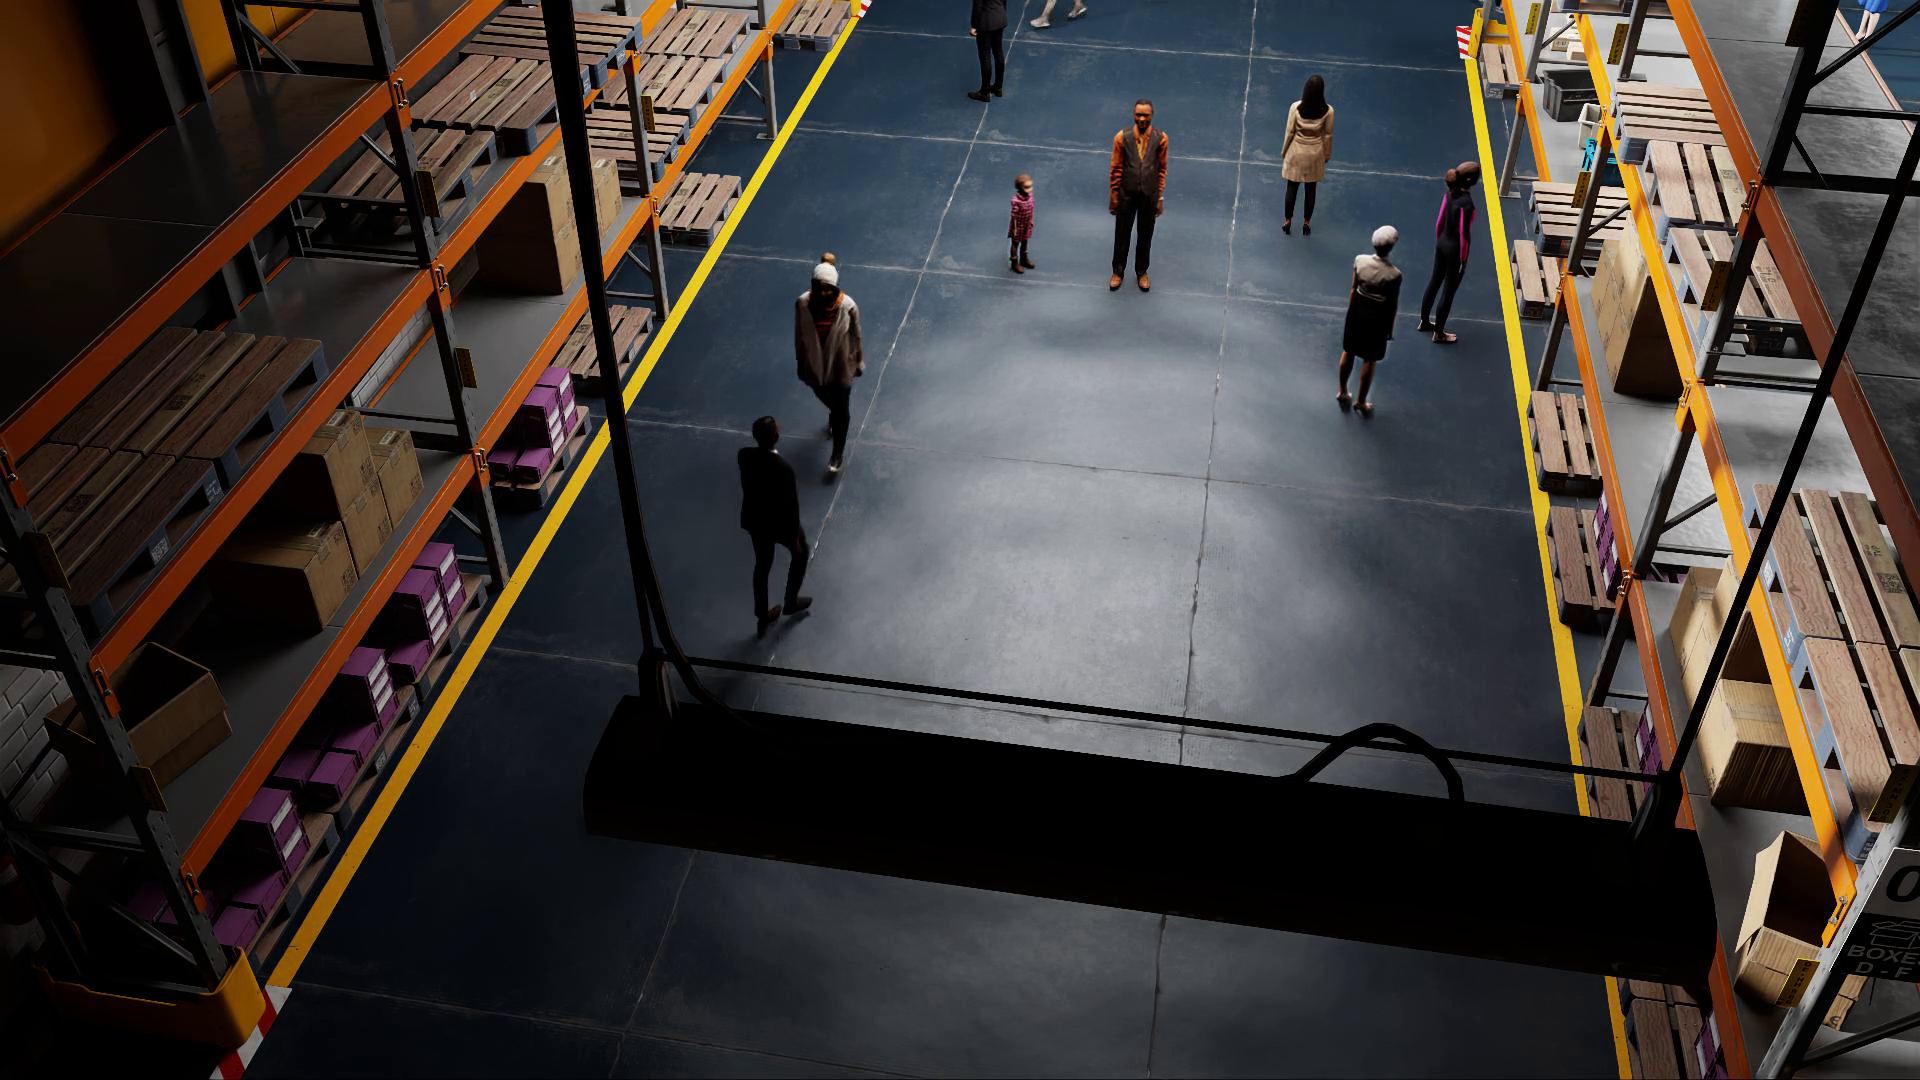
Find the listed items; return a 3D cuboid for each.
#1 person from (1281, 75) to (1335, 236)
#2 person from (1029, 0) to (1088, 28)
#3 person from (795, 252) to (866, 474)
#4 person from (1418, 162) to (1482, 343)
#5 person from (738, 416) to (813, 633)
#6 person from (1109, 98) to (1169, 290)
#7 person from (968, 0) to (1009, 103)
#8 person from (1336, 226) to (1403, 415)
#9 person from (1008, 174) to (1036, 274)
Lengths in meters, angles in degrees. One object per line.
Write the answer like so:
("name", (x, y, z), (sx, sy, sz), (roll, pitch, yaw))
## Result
("person", (3.466, -3.854, 16.680), (0.641, 1.682, 0.500), (6, 39, 8))
("person", (1.360, -7.379, 21.150), (1.098, 1.611, 1.094), (-21, 43, -24))
("person", (-1.054, -1.545, 13.649), (0.676, 1.857, 1.119), (4, 39, 5))
("person", (4.459, -2.630, 15.092), (0.713, 1.750, 0.617), (-13, 40, -15))
("person", (-1.384, -0.057, 11.842), (0.813, 1.786, 0.833), (18, 42, 21))
("person", (1.684, -3.287, 15.788), (0.724, 1.908, 0.642), (2, 39, 2))
("person", (0.346, -6.023, 19.225), (0.753, 1.894, 0.849), (-31, 48, -33))
("person", (3.460, -1.862, 14.130), (0.681, 1.751, 0.692), (28, 47, 31))
("person", (0.609, -3.124, 16.295), (0.491, 1.021, 0.556), (-27, 46, -30))
